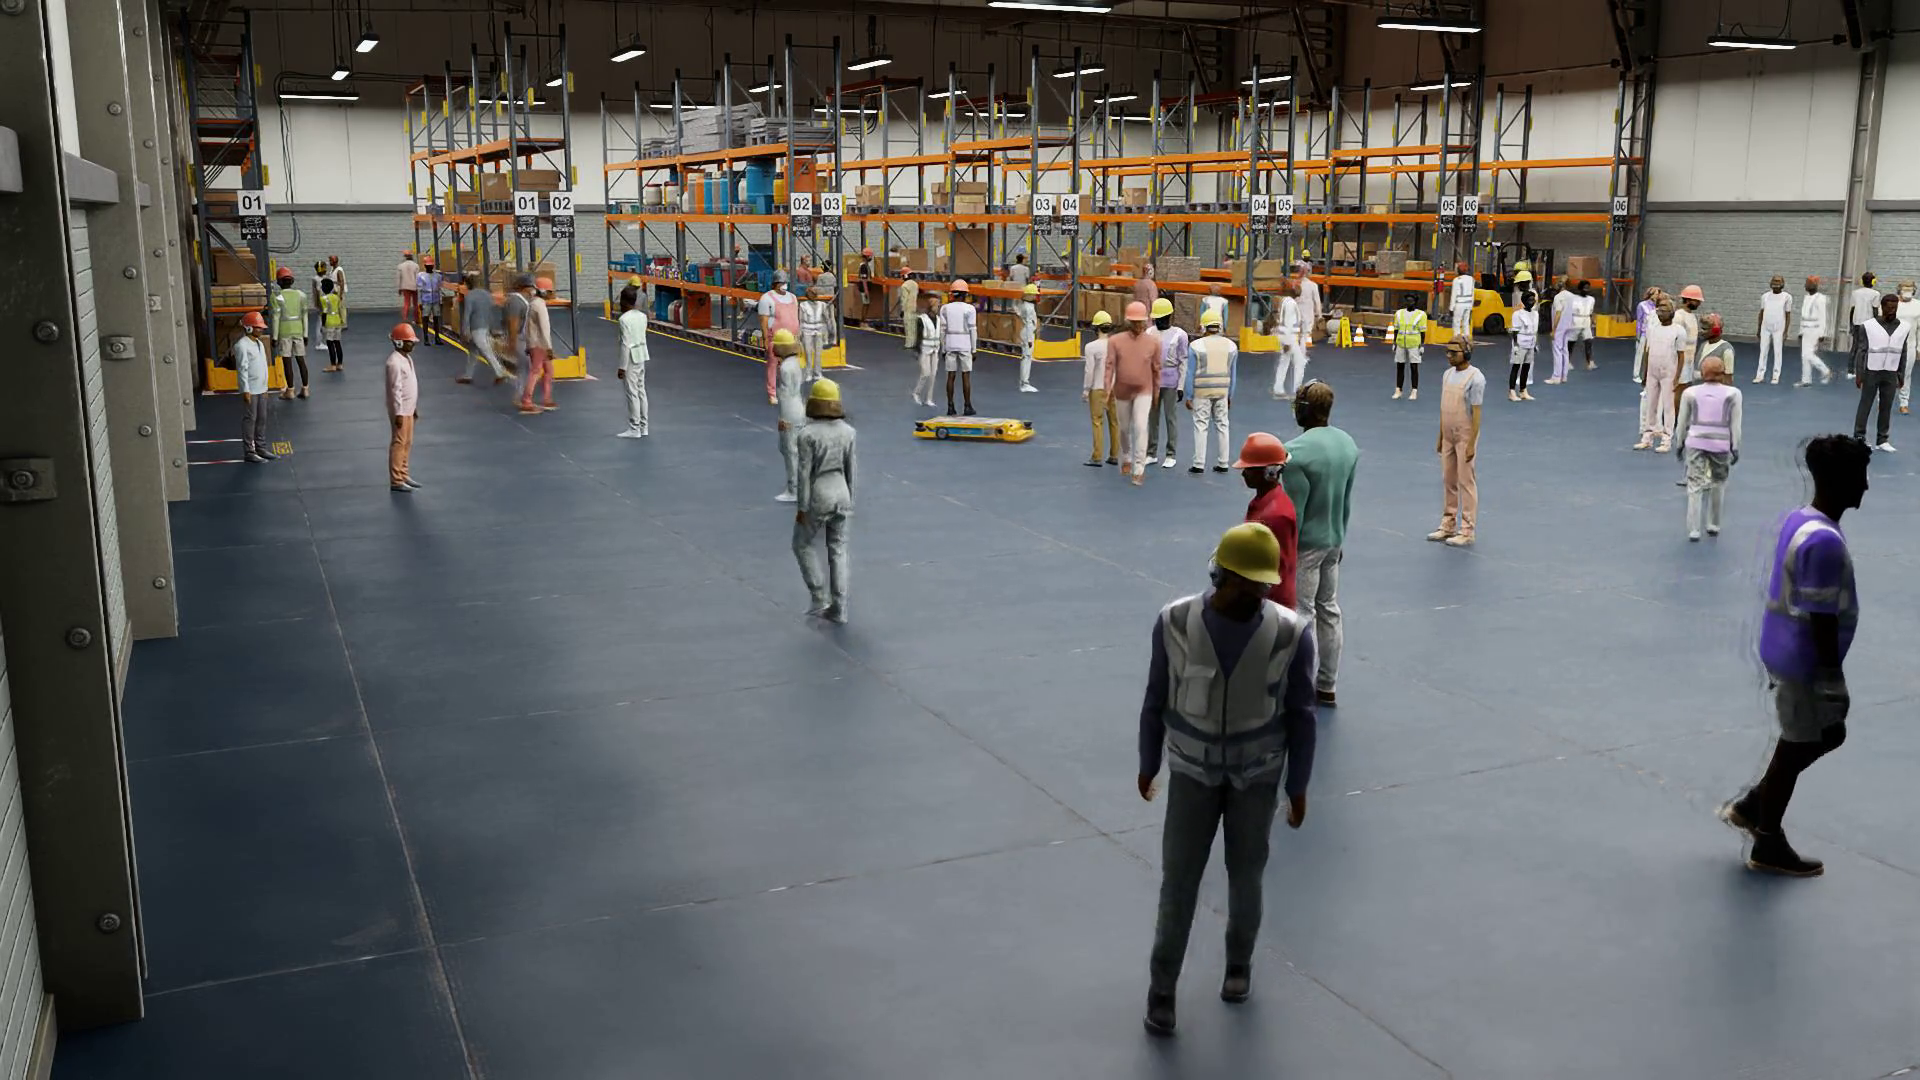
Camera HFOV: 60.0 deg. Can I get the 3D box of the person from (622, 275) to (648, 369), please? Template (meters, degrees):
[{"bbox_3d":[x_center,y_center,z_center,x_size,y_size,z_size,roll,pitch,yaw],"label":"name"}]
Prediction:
[{"bbox_3d":[-5.985,-3.997,30.622,0.530,1.740,0.460,-5,12,-25],"label":"person"}]

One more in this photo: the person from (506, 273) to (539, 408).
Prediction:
[{"bbox_3d":[-6.396,-2.952,24.535,0.564,2.000,0.728,1,11,5],"label":"person"}]

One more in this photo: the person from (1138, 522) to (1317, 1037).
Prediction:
[{"bbox_3d":[0.937,0.836,5.908,0.634,1.793,0.663,2,11,11],"label":"person"}]

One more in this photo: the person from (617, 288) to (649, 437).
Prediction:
[{"bbox_3d":[-4.215,-2.280,21.428,0.392,1.919,0.592,3,11,14],"label":"person"}]

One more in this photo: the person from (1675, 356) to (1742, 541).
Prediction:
[{"bbox_3d":[6.629,-0.819,14.751,0.537,1.609,0.705,6,13,28],"label":"person"}]

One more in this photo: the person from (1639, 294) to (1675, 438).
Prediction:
[{"bbox_3d":[8.980,-2.231,21.367,0.350,1.846,0.506,-2,11,-9],"label":"person"}]

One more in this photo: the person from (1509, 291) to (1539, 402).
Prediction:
[{"bbox_3d":[8.651,-2.966,25.480,0.529,1.697,0.321,-6,13,-30],"label":"person"}]

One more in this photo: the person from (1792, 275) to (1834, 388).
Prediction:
[{"bbox_3d":[14.044,-3.411,27.302,0.498,1.870,0.587,1,11,5],"label":"person"}]

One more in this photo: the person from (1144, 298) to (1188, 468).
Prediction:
[{"bbox_3d":[2.294,-1.780,18.893,0.586,1.917,0.380,8,14,36],"label":"person"}]

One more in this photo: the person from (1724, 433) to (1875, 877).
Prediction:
[{"bbox_3d":[3.666,0.506,7.166,0.414,1.952,0.601,4,12,21],"label":"person"}]

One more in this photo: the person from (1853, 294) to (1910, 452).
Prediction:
[{"bbox_3d":[11.148,-2.025,20.161,0.592,1.910,0.378,0,11,1],"label":"person"}]

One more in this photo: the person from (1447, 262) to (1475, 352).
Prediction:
[{"bbox_3d":[10.372,-4.798,34.351,0.575,1.877,0.354,-6,12,-26],"label":"person"}]

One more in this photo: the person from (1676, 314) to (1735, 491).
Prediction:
[{"bbox_3d":[7.820,-1.431,17.319,0.389,1.837,0.563,-1,11,-5],"label":"person"}]

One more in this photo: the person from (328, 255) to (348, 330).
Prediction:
[{"bbox_3d":[-15.279,-6.072,40.901,0.396,1.840,0.564,-8,14,-36],"label":"person"}]

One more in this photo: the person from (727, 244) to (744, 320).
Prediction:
[{"bbox_3d":[-6.084,-7.004,45.121,0.605,2.044,0.374,9,15,40],"label":"person"}]

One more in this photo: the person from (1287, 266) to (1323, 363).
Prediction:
[{"bbox_3d":[6.577,-4.295,31.802,0.653,1.902,0.678,11,15,43],"label":"person"}]

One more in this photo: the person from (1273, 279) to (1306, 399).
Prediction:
[{"bbox_3d":[5.208,-3.094,25.726,0.716,1.863,0.580,1,11,5],"label":"person"}]

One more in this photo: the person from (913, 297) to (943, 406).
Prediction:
[{"bbox_3d":[-0.454,-2.799,24.811,0.347,1.620,0.538,11,15,43],"label":"person"}]

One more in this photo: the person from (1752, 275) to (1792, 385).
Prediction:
[{"bbox_3d":[13.675,-3.530,27.978,0.507,1.843,0.346,10,15,42],"label":"person"}]

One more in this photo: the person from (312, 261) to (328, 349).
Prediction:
[{"bbox_3d":[-13.550,-4.969,35.259,0.319,1.861,0.515,-3,12,-16],"label":"person"}]

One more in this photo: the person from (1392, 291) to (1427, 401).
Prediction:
[{"bbox_3d":[6.929,-2.996,25.662,0.537,1.691,0.319,9,14,37],"label":"person"}]

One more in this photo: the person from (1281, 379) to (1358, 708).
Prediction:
[{"bbox_3d":[2.011,0.045,9.559,0.635,1.938,0.359,-10,15,-42],"label":"person"}]

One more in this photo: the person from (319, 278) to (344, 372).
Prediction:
[{"bbox_3d":[-11.439,-3.892,30.199,0.318,1.694,0.562,2,11,9],"label":"person"}]

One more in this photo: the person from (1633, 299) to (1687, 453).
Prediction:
[{"bbox_3d":[8.461,-1.974,20.059,0.344,1.847,0.504,-7,13,-33],"label":"person"}]

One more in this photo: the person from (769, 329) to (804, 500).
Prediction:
[{"bbox_3d":[-1.692,-1.246,16.663,0.426,1.733,0.497,1,11,3],"label":"person"}]

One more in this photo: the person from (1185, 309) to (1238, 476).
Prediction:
[{"bbox_3d":[2.754,-1.620,18.334,0.588,1.823,0.404,-3,12,-17],"label":"person"}]

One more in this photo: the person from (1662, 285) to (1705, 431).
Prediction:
[{"bbox_3d":[9.597,-2.413,22.094,0.550,1.926,0.517,-11,16,-44],"label":"person"}]

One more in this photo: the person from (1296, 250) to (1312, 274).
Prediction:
[{"bbox_3d":[9.798,-7.326,47.291,0.593,1.832,0.403,-7,13,-31],"label":"person"}]

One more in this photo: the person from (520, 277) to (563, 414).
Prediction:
[{"bbox_3d":[-6.056,-2.803,24.011,0.756,1.943,0.670,-5,12,-23],"label":"person"}]

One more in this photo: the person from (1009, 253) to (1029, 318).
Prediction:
[{"bbox_3d":[1.502,-6.386,42.486,0.558,1.845,0.573,-3,11,-13],"label":"person"}]

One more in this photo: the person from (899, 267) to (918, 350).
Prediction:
[{"bbox_3d":[-1.102,-4.881,35.086,0.333,1.744,0.559,5,12,26],"label":"person"}]

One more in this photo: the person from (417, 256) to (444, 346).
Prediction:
[{"bbox_3d":[-11.526,-5.203,36.236,0.547,1.938,0.359,-8,14,-36],"label":"person"}]

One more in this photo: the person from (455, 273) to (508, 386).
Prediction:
[{"bbox_3d":[-8.025,-3.521,27.861,1.054,1.884,0.642,3,12,15],"label":"person"}]
